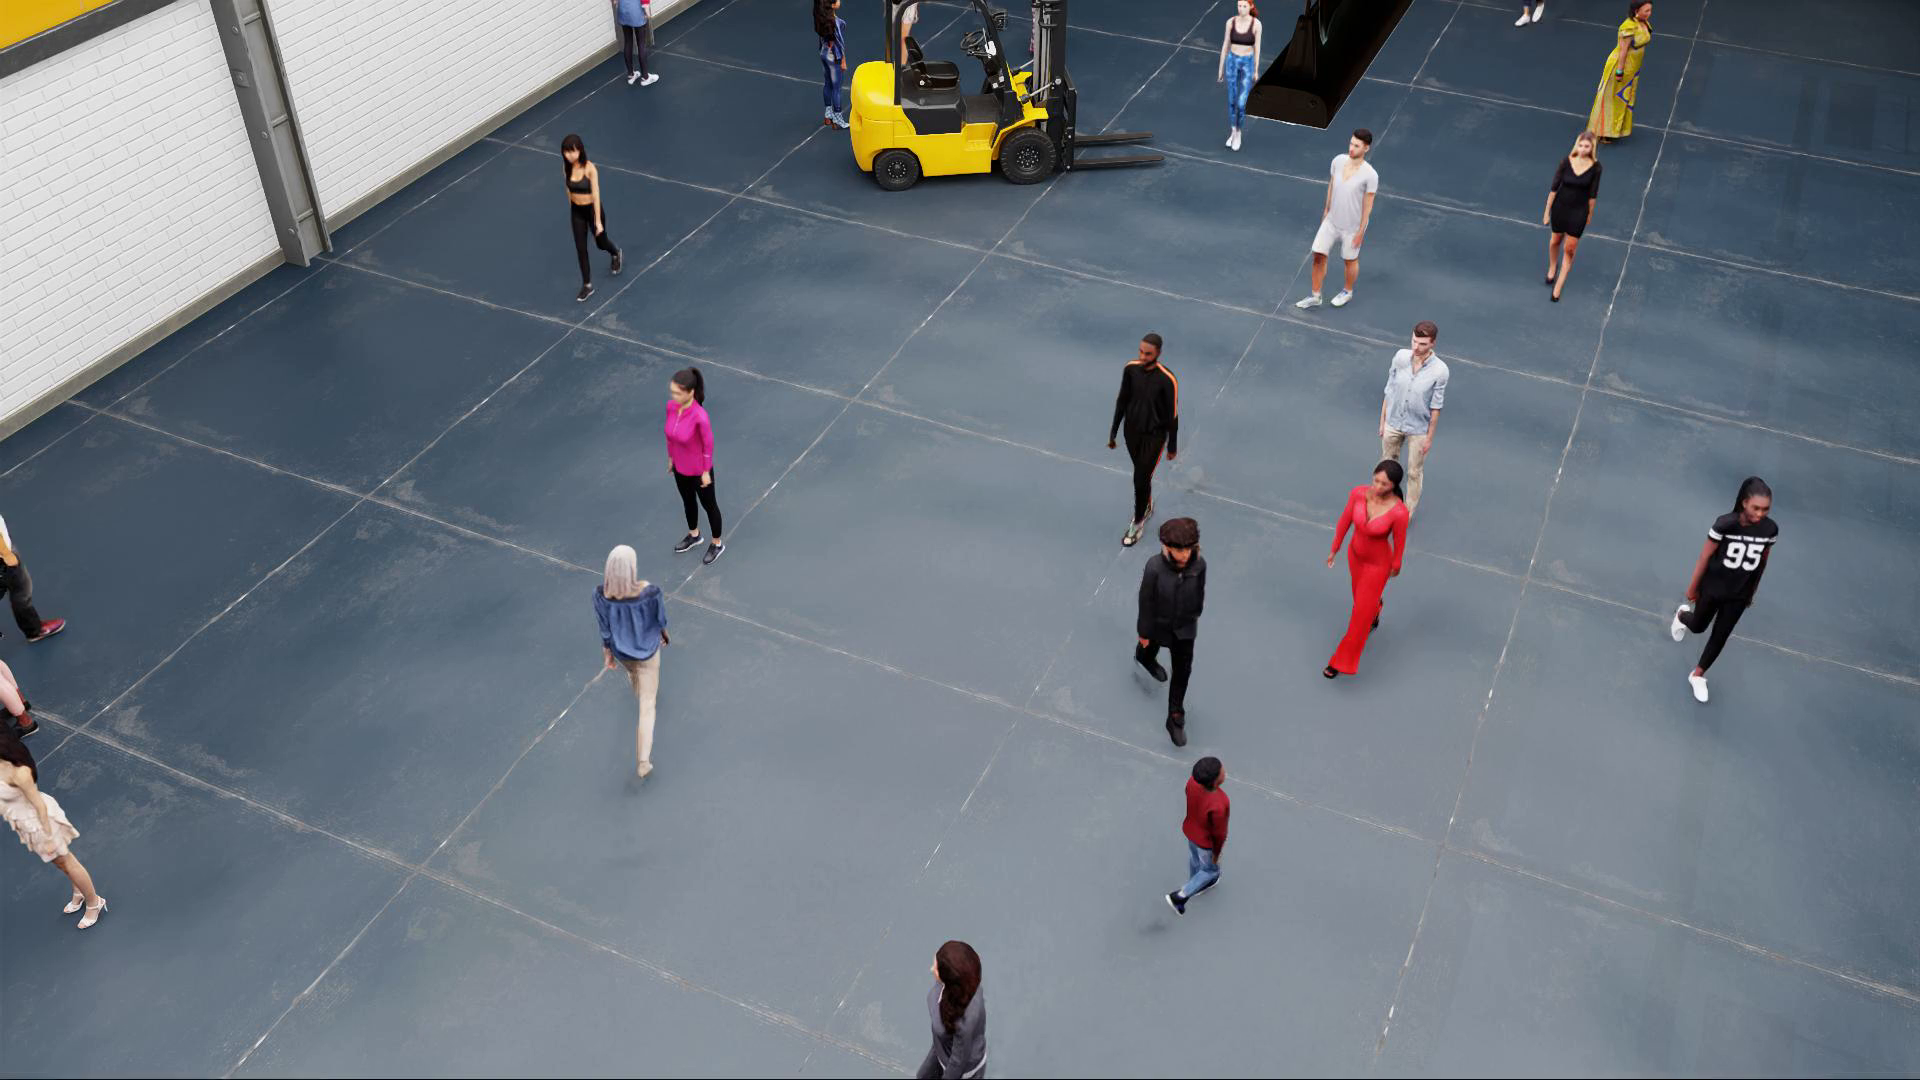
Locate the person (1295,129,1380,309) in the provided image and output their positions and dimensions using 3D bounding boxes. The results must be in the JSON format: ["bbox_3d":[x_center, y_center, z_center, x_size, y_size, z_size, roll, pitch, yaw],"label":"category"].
[{"bbox_3d":[3.724,-3.055,15.755,1.020,1.835,0.917,-29,47,-31],"label":"person"}]

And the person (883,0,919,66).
[{"bbox_3d":[-0.682,-6.412,19.970,0.696,1.821,1.062,11,40,14],"label":"person"}]

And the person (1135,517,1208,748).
[{"bbox_3d":[1.408,0.508,11.367,1.038,1.743,1.203,-9,39,-11],"label":"person"}]

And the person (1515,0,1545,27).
[{"bbox_3d":[7.497,-7.518,21.373,0.800,1.800,0.746,-27,46,-30],"label":"person"}]

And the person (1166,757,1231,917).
[{"bbox_3d":[1.444,1.803,10.145,0.795,1.244,0.706,-20,43,-23],"label":"person"}]

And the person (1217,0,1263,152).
[{"bbox_3d":[3.146,-5.257,18.571,0.582,1.772,0.651,15,41,18],"label":"person"}]

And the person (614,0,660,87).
[{"bbox_3d":[-3.944,-6.362,19.918,0.646,1.808,0.487,16,41,19],"label":"person"}]

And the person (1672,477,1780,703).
[{"bbox_3d":[5.339,0.286,11.668,0.821,1.715,1.037,2,39,3],"label":"person"}]

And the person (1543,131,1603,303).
[{"bbox_3d":[5.901,-3.192,16.077,0.581,1.647,0.859,15,41,18],"label":"person"}]

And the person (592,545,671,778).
[{"bbox_3d":[-2.163,0.816,11.061,0.932,1.655,1.275,2,39,2],"label":"person"}]

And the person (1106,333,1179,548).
[{"bbox_3d":[1.507,-0.871,13.055,0.767,1.792,0.891,26,45,29],"label":"person"}]

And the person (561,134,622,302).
[{"bbox_3d":[-3.551,-3.174,16.077,0.674,1.619,1.056,9,40,11],"label":"person"}]

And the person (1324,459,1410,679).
[{"bbox_3d":[2.964,0.121,11.869,1.217,1.733,0.899,-31,48,-33],"label":"person"}]

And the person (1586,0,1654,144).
[{"bbox_3d":[7.490,-5.335,18.759,0.976,1.660,0.797,25,45,27],"label":"person"}]

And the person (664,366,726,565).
[{"bbox_3d":[-2.045,-0.583,12.776,0.611,1.701,0.608,23,44,26],"label":"person"}]

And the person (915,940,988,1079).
[{"bbox_3d":[0.081,2.661,8.671,1.025,1.744,0.997,-9,39,-11],"label":"person"}]

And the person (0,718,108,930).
[{"bbox_3d":[-5.470,1.676,9.909,0.639,1.738,0.638,32,48,34],"label":"person"}]

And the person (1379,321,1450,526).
[{"bbox_3d":[3.540,-0.917,13.068,0.677,1.848,0.616,25,45,28],"label":"person"}]

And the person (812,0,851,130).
[{"bbox_3d":[-1.452,-5.500,18.994,0.717,1.614,0.694,-22,43,-25],"label":"person"}]
